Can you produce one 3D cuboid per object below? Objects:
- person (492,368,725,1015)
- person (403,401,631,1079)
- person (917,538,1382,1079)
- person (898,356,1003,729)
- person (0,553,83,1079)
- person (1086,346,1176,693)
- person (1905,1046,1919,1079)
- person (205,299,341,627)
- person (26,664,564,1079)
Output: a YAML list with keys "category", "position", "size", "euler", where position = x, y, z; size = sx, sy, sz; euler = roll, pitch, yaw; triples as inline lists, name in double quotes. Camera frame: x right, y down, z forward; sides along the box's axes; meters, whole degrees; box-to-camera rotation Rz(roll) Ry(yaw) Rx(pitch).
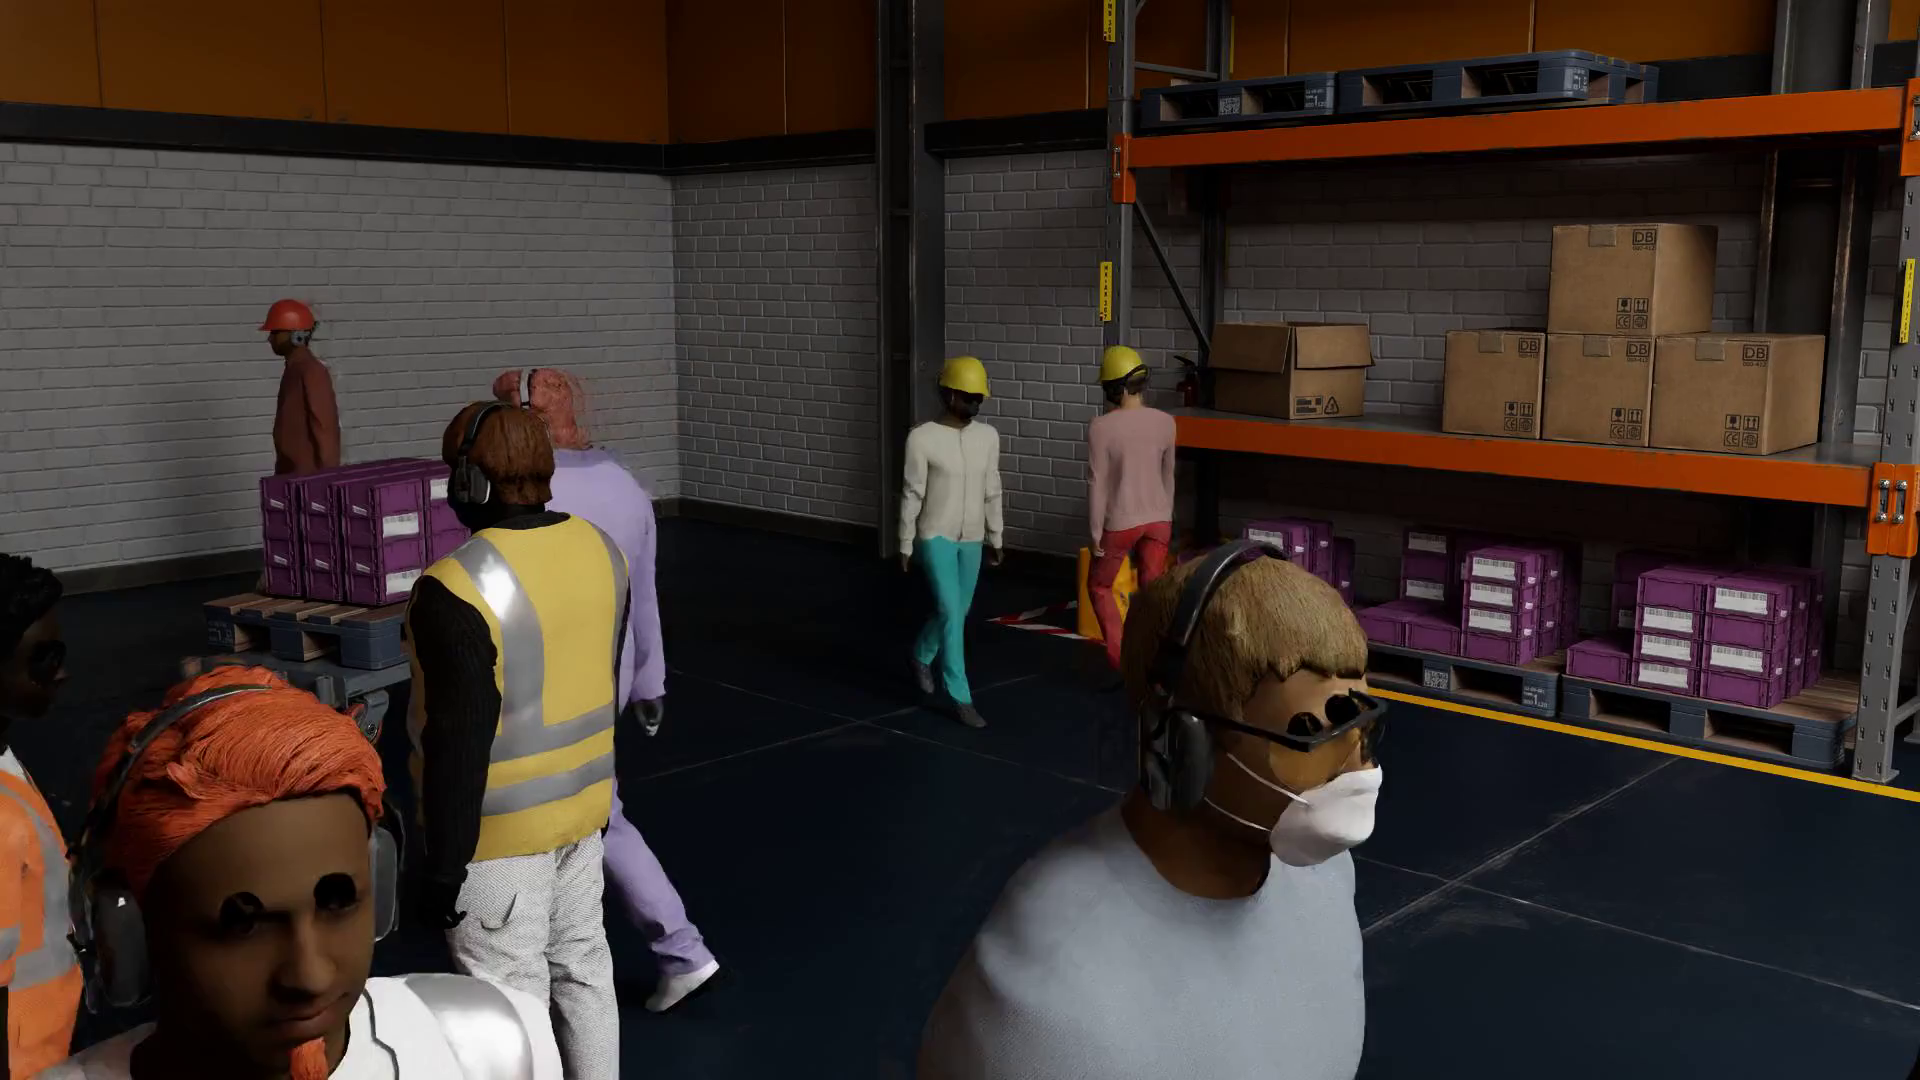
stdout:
- category: "person"
  position: [-1.093, 0.424, 4.820]
  size: [1.028, 1.856, 0.632]
  euler: [4, 10, 25]
- category: "person"
  position: [-0.973, 0.617, 3.637]
  size: [0.429, 1.842, 0.635]
  euler: [4, 10, 21]
- category: "person"
  position: [0.098, 0.906, 1.762]
  size: [0.996, 1.897, 0.647]
  euler: [8, 12, 41]
- category: "person"
  position: [-0.072, -0.029, 7.959]
  size: [0.529, 1.721, 0.838]
  euler: [-6, 11, -34]
- category: "person"
  position: [-1.589, 0.854, 2.679]
  size: [0.366, 1.686, 0.568]
  euler: [-6, 11, -33]
- category: "person"
  position: [0.842, -0.076, 8.182]
  size: [0.542, 1.747, 0.403]
  euler: [-4, 10, -21]
- category: "person"
  position: [1.917, 0.692, 3.071]
  size: [0.965, 1.875, 0.635]
  euler: [6, 11, 34]
- category: "person"
  position: [-3.853, -0.408, 9.612]
  size: [1.005, 1.936, 0.651]
  euler: [-5, 11, -30]
- category: "person"
  position: [-0.579, 0.998, 1.391]
  size: [0.579, 1.833, 1.010]
  euler: [-7, 12, -38]
